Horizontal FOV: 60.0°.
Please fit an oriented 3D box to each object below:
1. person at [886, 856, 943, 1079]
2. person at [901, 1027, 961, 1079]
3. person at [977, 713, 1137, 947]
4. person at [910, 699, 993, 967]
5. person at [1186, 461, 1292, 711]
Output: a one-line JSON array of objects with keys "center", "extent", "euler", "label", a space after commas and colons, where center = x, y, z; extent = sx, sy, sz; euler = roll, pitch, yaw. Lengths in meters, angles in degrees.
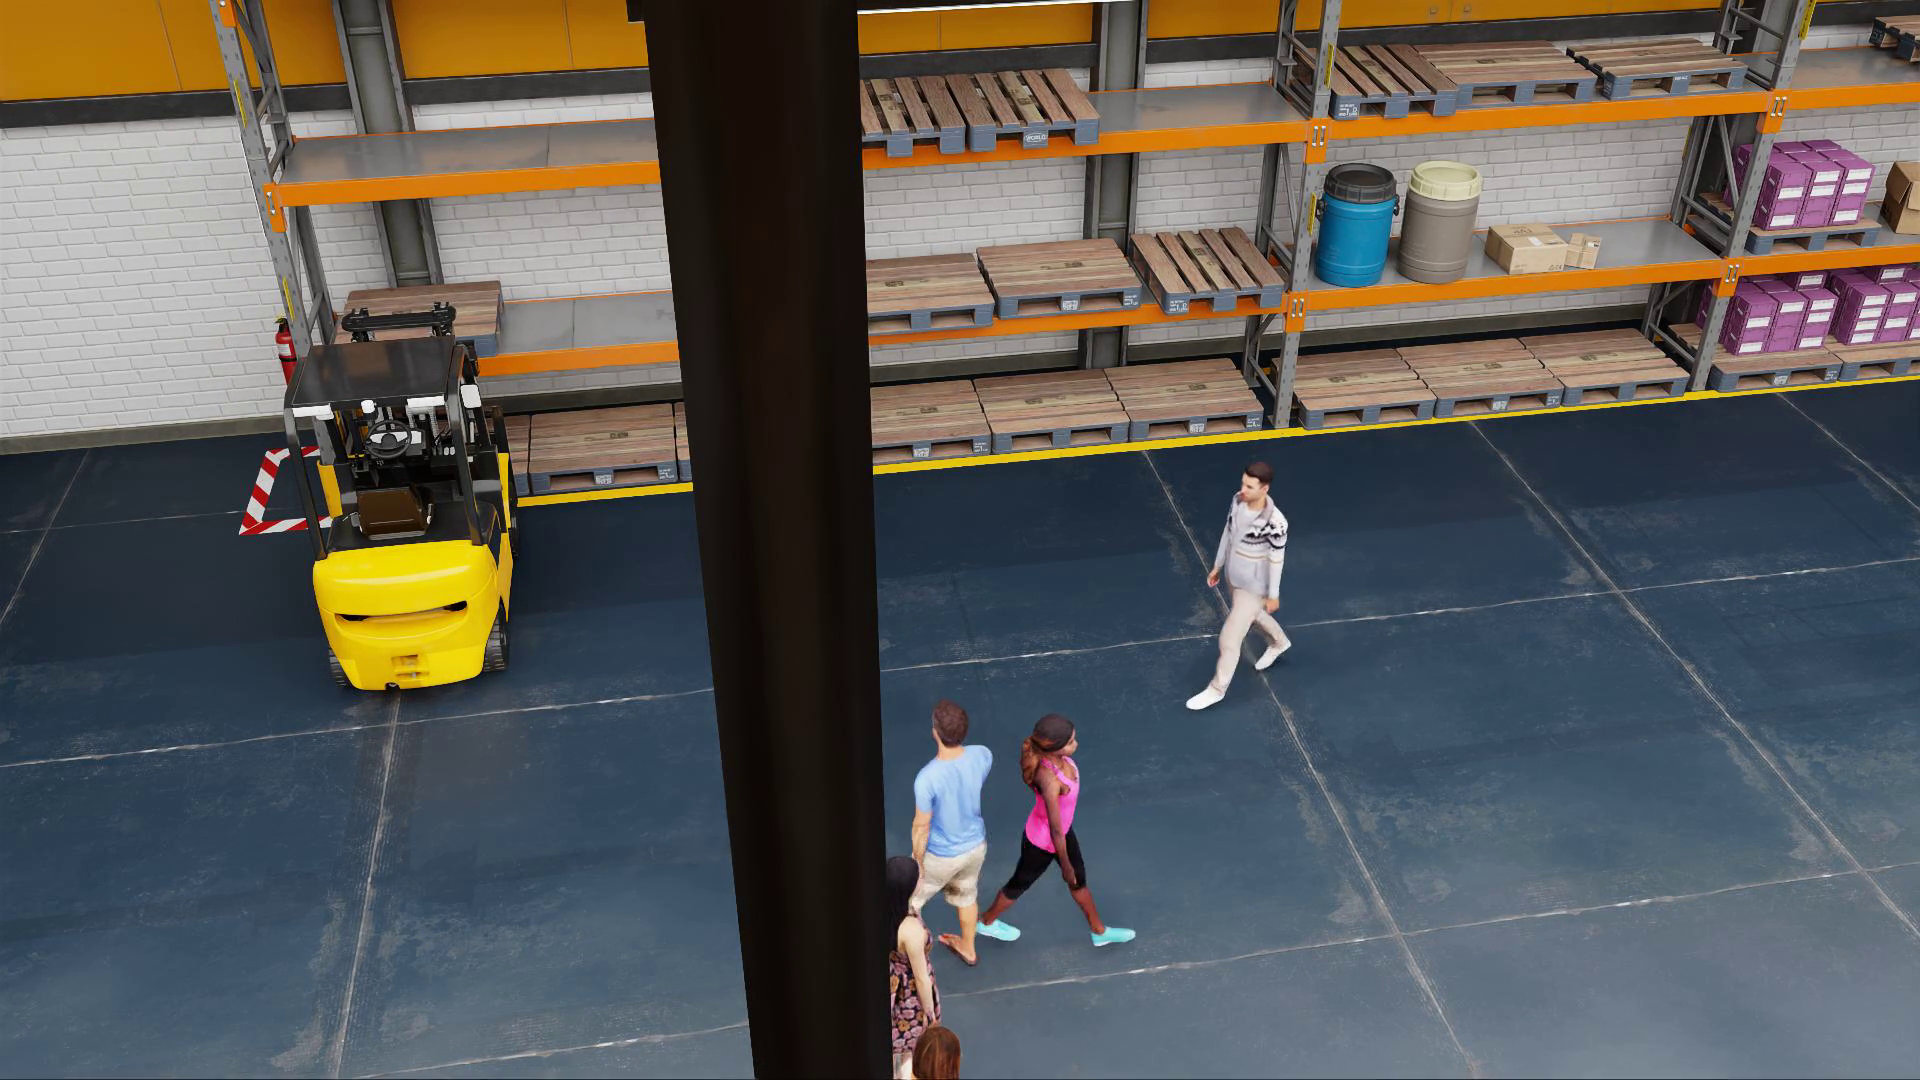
[{"center": [-0.275, 2.237, 8.250], "extent": [0.795, 1.774, 0.769], "euler": [-19, 38, -27], "label": "person"}, {"center": [-0.122, 2.802, 7.488], "extent": [0.645, 1.678, 0.676], "euler": [-17, 37, -23], "label": "person"}, {"center": [0.395, 1.658, 9.218], "extent": [1.211, 1.667, 0.859], "euler": [6, 34, 9], "label": "person"}, {"center": [0.010, 1.670, 9.035], "extent": [0.825, 1.851, 0.896], "euler": [-23, 40, -31], "label": "person"}, {"center": [2.012, 0.233, 11.207], "extent": [1.251, 1.839, 0.876], "euler": [-13, 36, -19], "label": "person"}]
